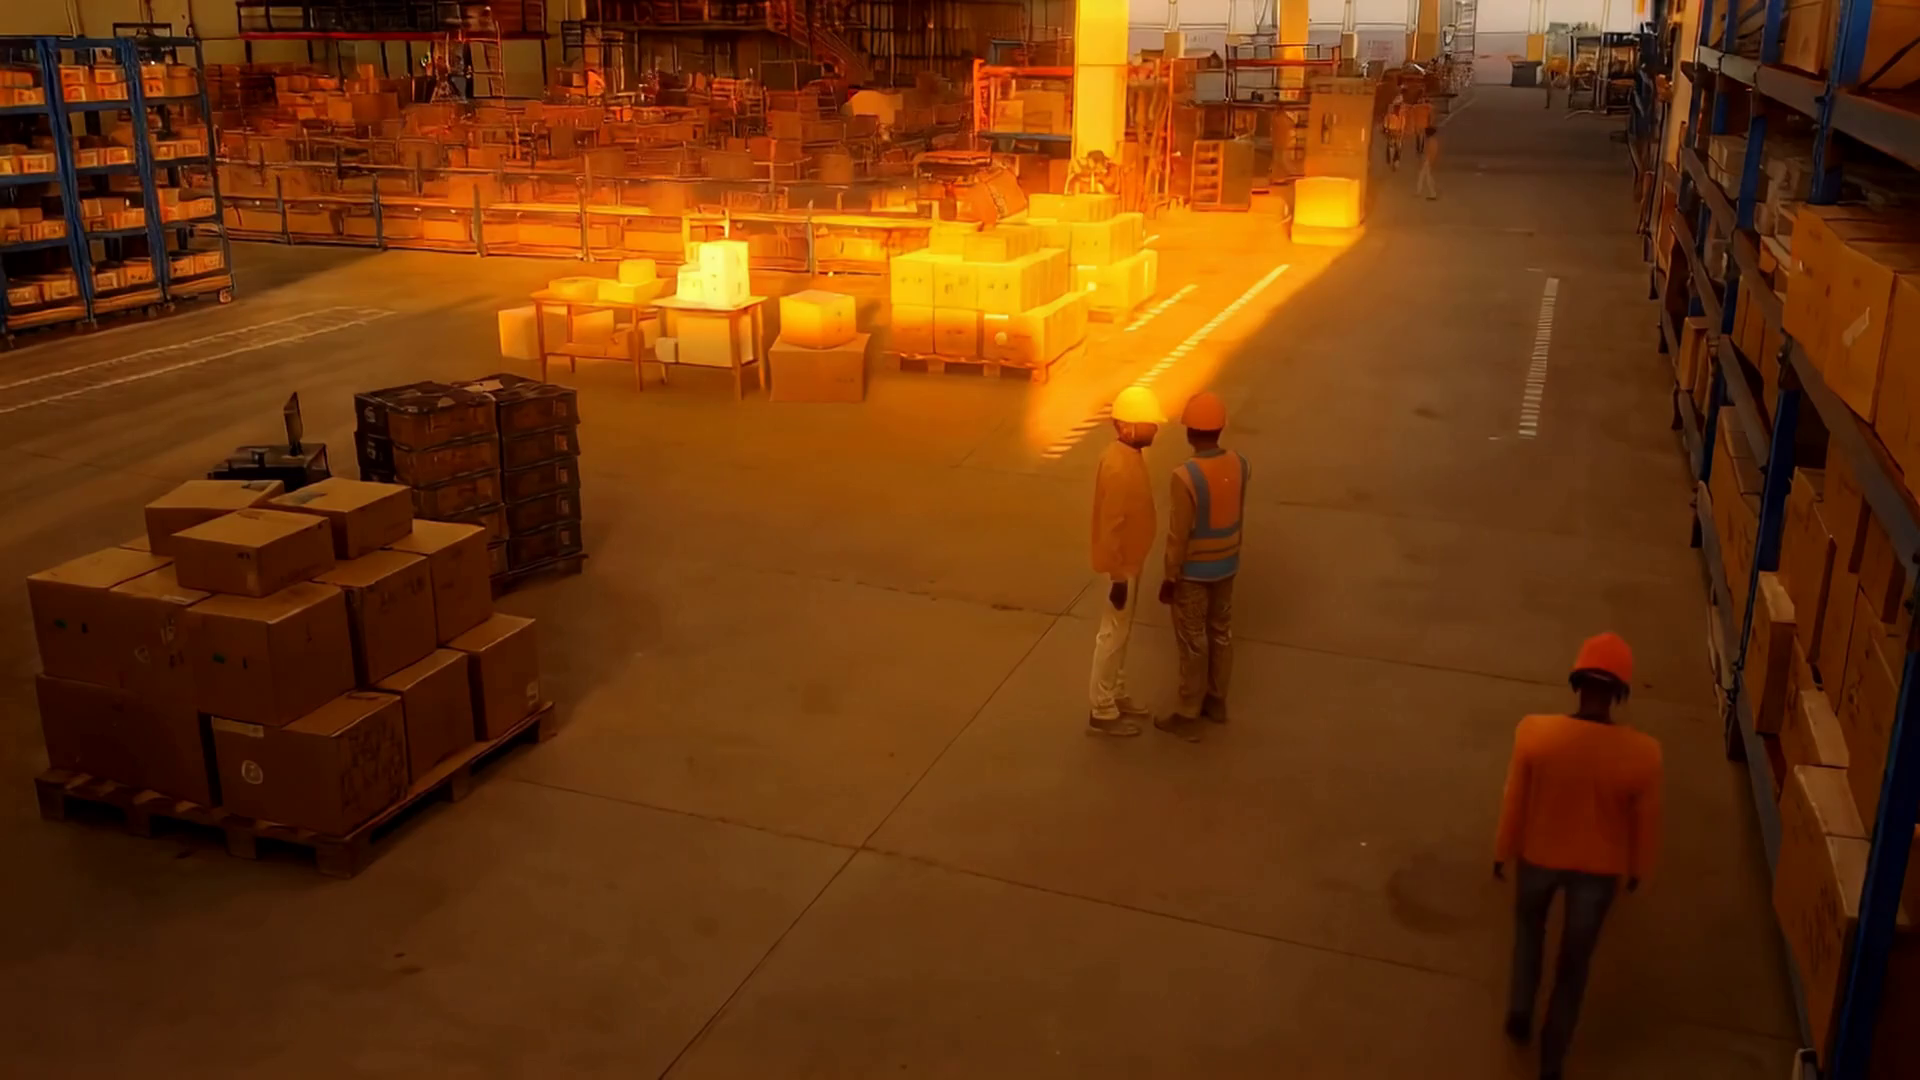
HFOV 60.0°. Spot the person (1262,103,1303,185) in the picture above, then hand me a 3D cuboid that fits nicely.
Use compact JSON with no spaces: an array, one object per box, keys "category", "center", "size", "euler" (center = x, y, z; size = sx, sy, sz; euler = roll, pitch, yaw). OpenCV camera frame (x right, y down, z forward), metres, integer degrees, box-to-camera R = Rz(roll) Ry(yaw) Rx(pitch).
[{"category":"person","center":[7.583,-9.253,38.870],"size":[0.872,1.875,0.639],"euler":[11,20,30]}]

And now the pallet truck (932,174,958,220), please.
[{"category":"pallet truck","center":[-0.507,-5.292,27.348],"size":[0.653,1.274,1.630],"euler":[6,19,19]}]

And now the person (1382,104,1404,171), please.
[{"category":"person","center":[10.991,-10.236,42.305],"size":[0.538,1.654,0.867],"euler":[3,18,10]}]

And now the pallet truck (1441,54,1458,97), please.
[{"category":"pallet truck","center":[22.765,-21.886,78.355],"size":[0.823,1.965,1.885],"euler":[-4,18,-14]}]

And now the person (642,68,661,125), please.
[{"category":"person","center":[-10.895,-15.858,59.479],"size":[1.087,1.977,0.619],"euler":[-2,18,-8]}]

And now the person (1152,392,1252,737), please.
[{"category":"person","center":[1.341,0.140,9.226],"size":[0.603,1.951,0.380],"euler":[-16,24,-41]}]

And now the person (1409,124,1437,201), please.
[{"category":"person","center":[9.955,-8.093,35.665],"size":[0.743,1.602,0.505],"euler":[8,19,24]}]

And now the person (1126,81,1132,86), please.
[{"category":"person","center":[6.077,-16.123,60.253],"size":[0.397,1.992,0.623],"euler":[-2,18,-6]}]

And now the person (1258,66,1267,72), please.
[{"category":"person","center":[11.462,-17.177,63.491],"size":[0.686,2.000,0.732],"euler":[-14,22,-37]}]

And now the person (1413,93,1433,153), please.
[{"category":"person","center":[13.172,-11.863,47.379],"size":[0.537,1.684,0.492],"euler":[3,18,9]}]

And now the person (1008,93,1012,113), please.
[{"category":"person","center":[1.515,-12.023,47.808],"size":[0.545,1.723,0.901],"euler":[10,20,28]}]

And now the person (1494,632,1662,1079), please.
[{"category":"person","center":[2.326,1.174,6.307],"size":[0.541,1.740,0.606],"euler":[7,19,22]}]

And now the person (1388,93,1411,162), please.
[{"category":"person","center":[11.804,-11.106,44.780],"size":[0.602,1.817,0.676],"euler":[5,18,15]}]

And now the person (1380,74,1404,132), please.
[{"category":"person","center":[14.313,-14.353,54.799],"size":[0.927,1.926,0.615],"euler":[4,18,13]}]

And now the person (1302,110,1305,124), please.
[{"category":"person","center":[11.037,-14.123,54.416],"size":[0.529,1.723,0.865],"euler":[-13,22,-35]}]

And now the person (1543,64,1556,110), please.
[{"category":"person","center":[24.211,-18.589,68.261],"size":[0.409,1.833,0.545],"euler":[-1,18,-5]}]

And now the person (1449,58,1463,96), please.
[{"category":"person","center":[23.698,-22.118,79.454],"size":[0.685,1.780,0.990],"euler":[-15,23,-39]}]

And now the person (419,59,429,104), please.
[{"category":"person","center":[-23.506,-20.106,72.947],"size":[0.356,1.885,0.574],"euler":[-1,18,-4]}]

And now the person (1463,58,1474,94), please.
[{"category":"person","center":[24.997,-22.841,81.818],"size":[0.491,1.721,0.785],"euler":[3,18,10]}]

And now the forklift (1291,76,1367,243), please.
[{"category":"forklift","center":[6.598,-6.755,29.381],"size":[1.129,2.768,1.873],"euler":[6,19,19]}]

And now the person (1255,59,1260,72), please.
[{"category":"person","center":[15.800,-24.940,88.034],"size":[0.403,1.945,0.614],"euler":[7,19,21]}]

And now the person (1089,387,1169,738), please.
[{"category":"person","center":[0.930,0.120,9.241],"size":[0.402,1.987,0.608],"euler":[4,18,12]}]

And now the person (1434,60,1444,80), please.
[{"category":"person","center":[23.087,-22.262,80.107],"size":[0.810,1.644,0.550],"euler":[-6,18,-17]}]

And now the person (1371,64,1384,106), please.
[{"category":"person","center":[17.318,-18.785,68.911],"size":[0.953,1.817,0.533],"euler":[5,18,16]}]
